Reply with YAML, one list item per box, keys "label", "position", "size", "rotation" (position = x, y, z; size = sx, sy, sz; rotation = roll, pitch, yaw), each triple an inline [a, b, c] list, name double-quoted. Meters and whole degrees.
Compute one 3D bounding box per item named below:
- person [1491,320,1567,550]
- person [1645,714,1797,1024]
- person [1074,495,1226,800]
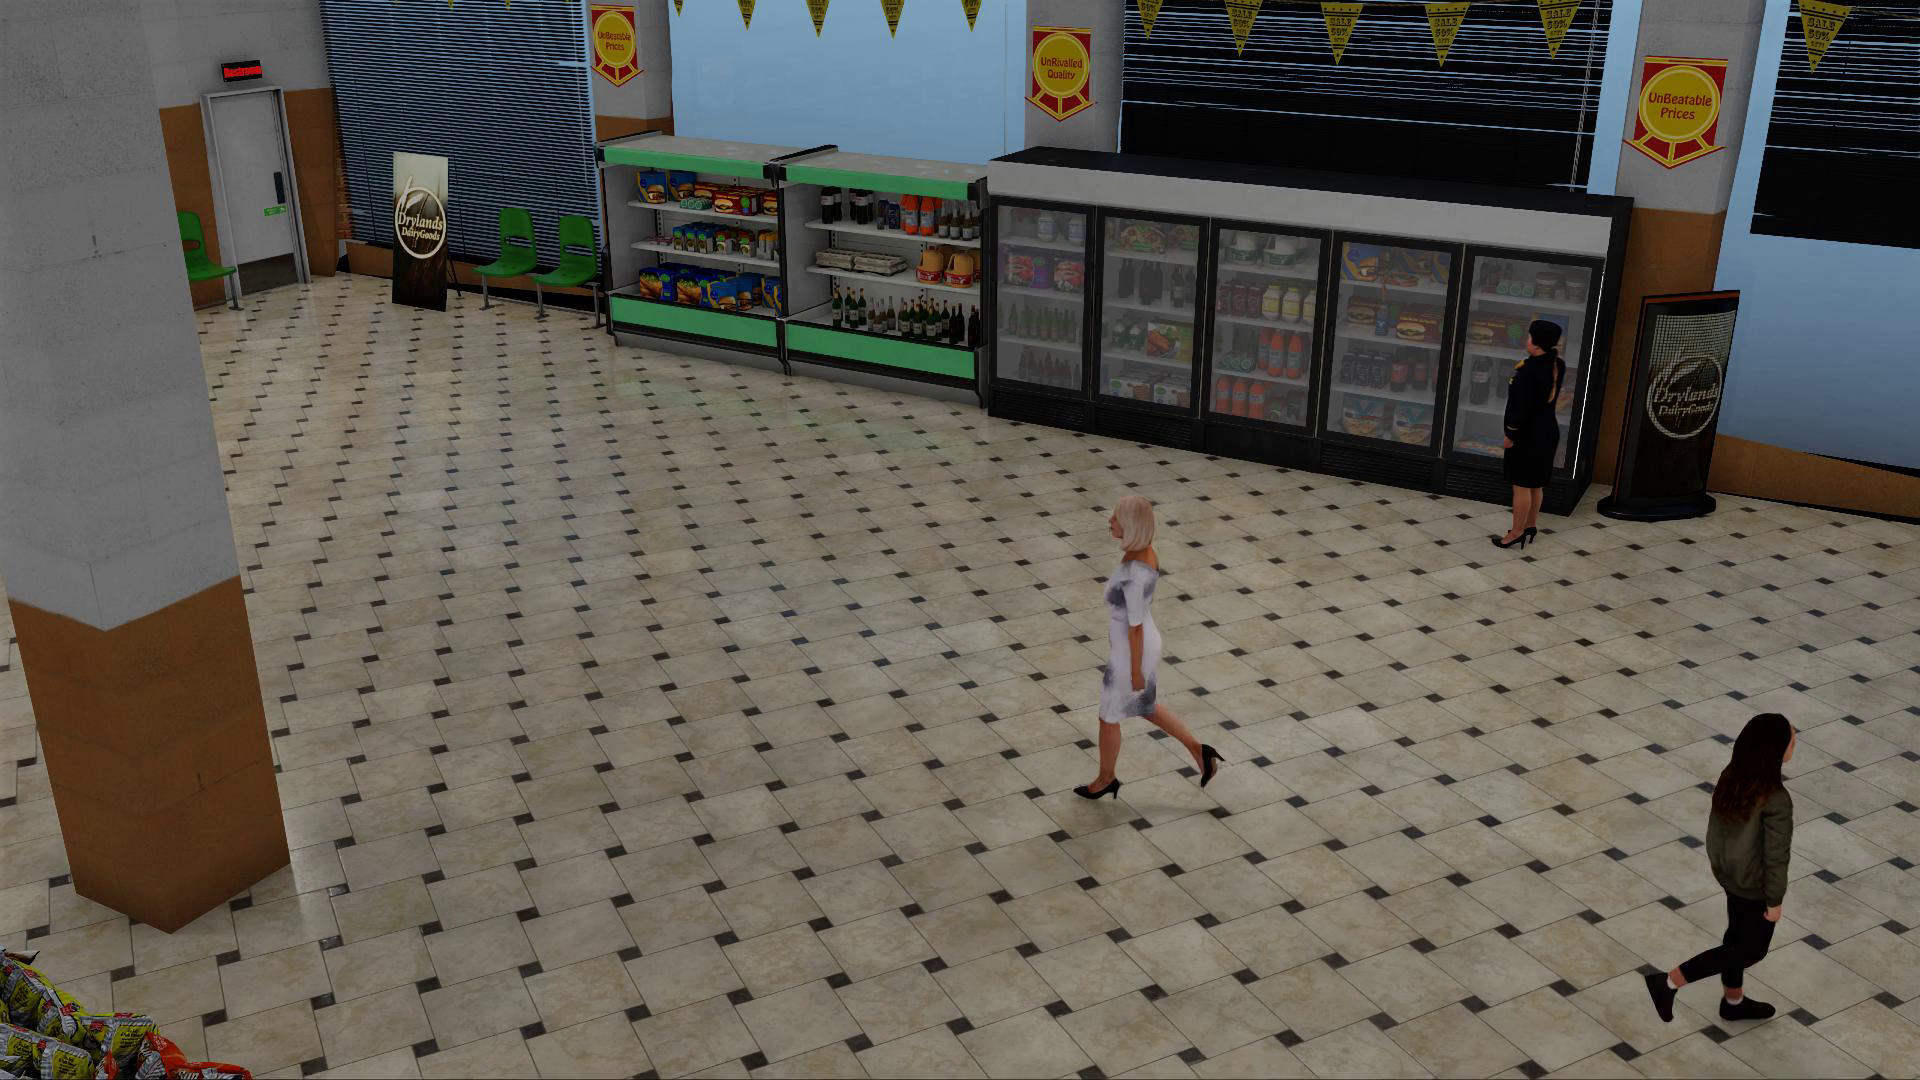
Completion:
- label: "person"
  position: [4.094, -0.744, 11.923]
  size: [0.764, 1.671, 0.729]
  rotation: [-19, 29, -40]
- label: "person"
  position: [3.186, 1.400, 6.864]
  size: [0.960, 1.464, 0.835]
  rotation: [-1, 22, -2]
- label: "person"
  position: [0.972, 0.591, 8.524]
  size: [1.053, 1.726, 0.724]
  rotation: [6, 23, 14]
